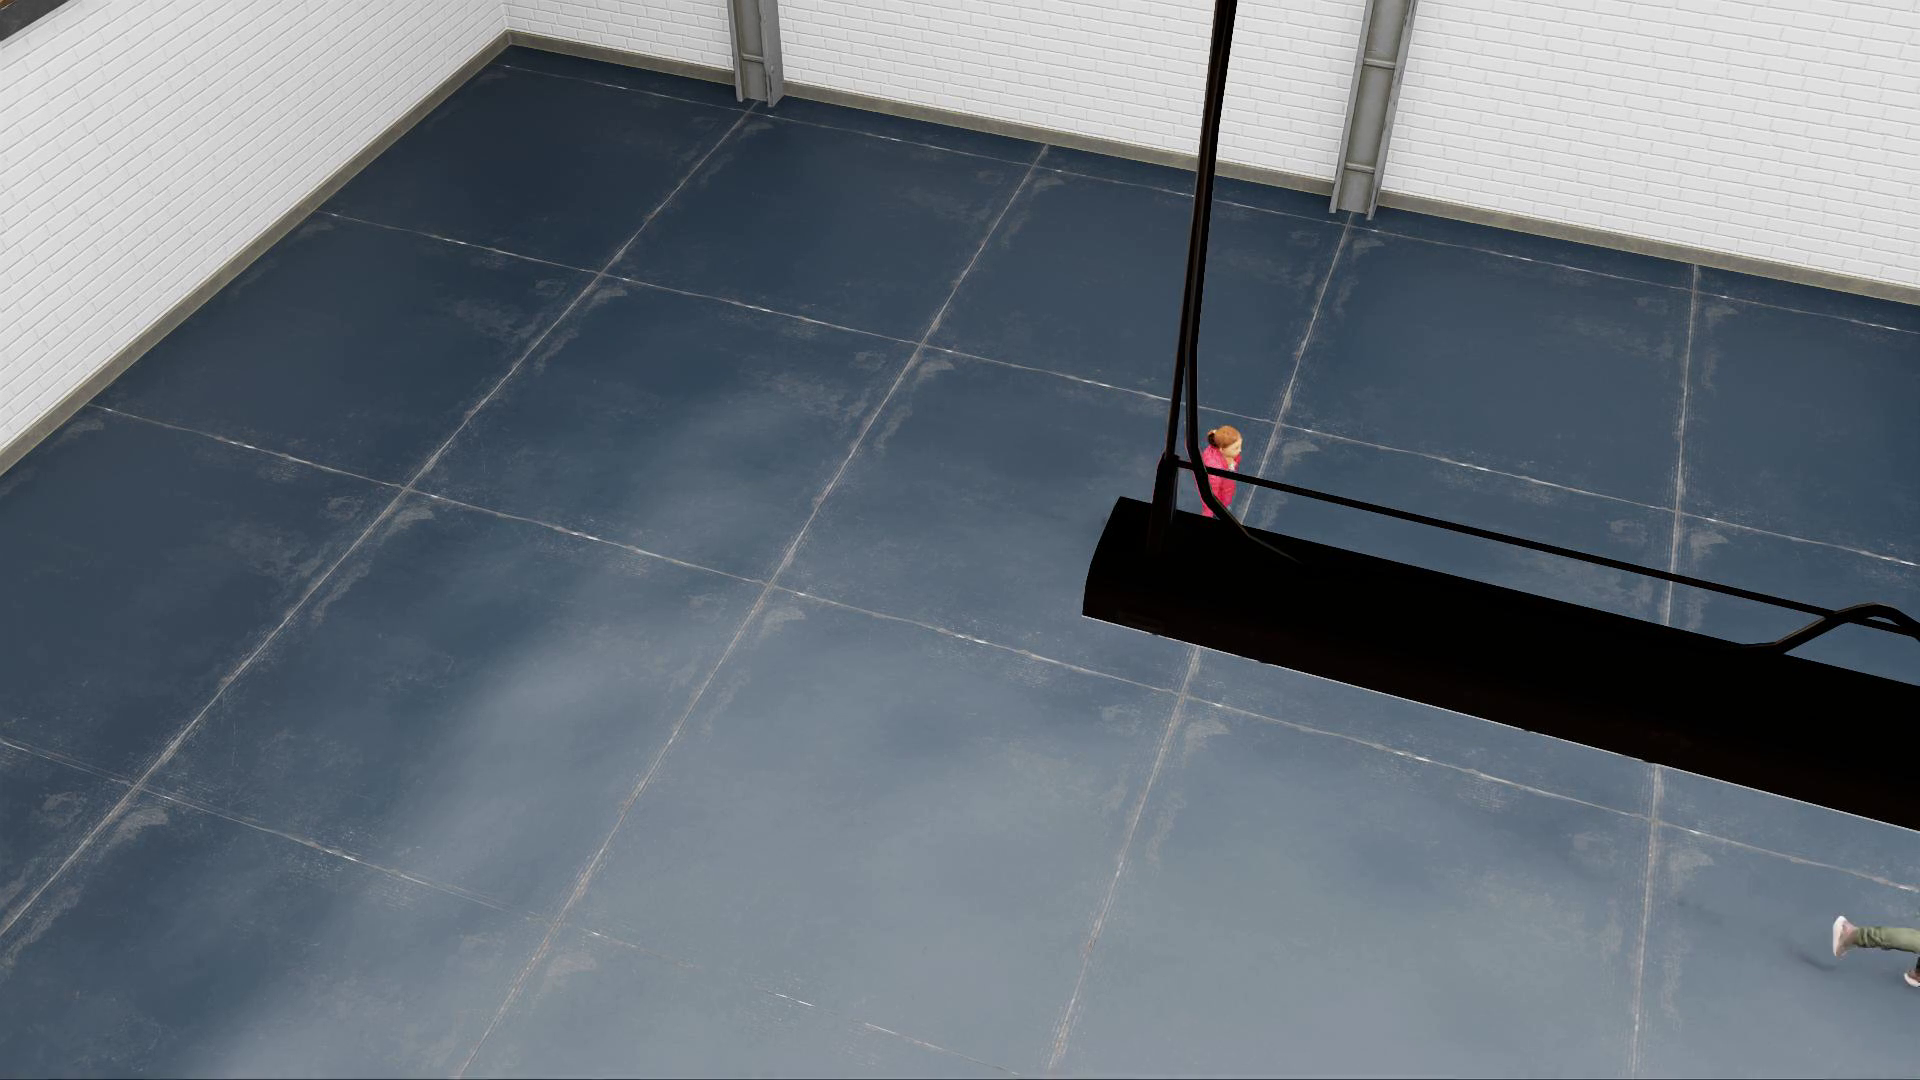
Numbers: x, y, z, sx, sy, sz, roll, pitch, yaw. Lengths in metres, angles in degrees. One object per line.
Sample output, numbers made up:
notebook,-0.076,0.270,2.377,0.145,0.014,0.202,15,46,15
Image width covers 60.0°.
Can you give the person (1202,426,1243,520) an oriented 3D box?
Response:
person,1.699,-0.276,11.447,0.868,1.304,0.627,23,48,22
